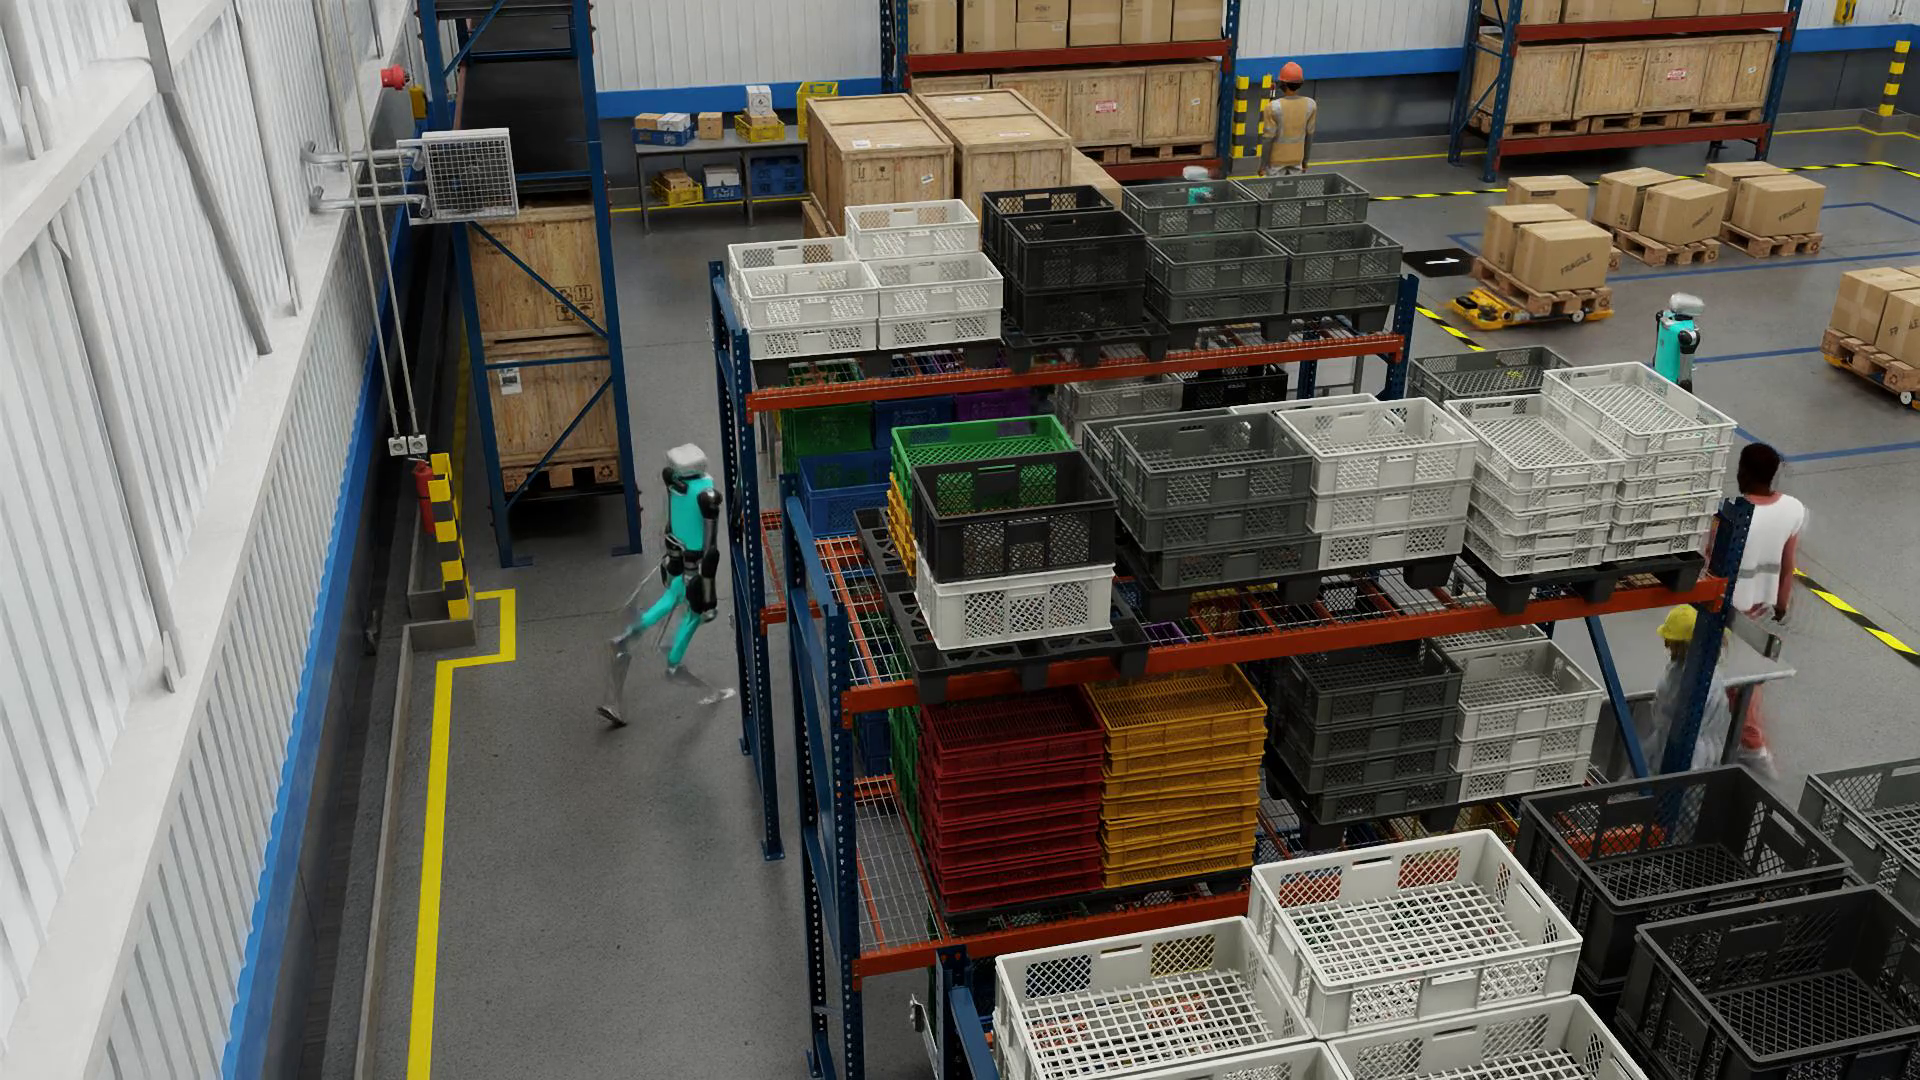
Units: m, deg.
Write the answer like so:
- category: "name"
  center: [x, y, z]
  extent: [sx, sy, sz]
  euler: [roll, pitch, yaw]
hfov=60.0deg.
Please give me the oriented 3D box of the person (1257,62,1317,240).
- category: "person"
  center: [3.500, -4.118, 17.955]
  extent: [0.606, 2.048, 0.367]
  euler: [-9, 29, -16]

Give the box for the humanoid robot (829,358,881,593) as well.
- category: "humanoid robot"
  center: [-0.501, -0.456, 11.359]
  extent: [0.743, 1.781, 0.585]
  euler: [1, 28, 1]

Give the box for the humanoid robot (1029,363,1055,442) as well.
- category: "humanoid robot"
  center: [0.535, -0.415, 11.349]
  extent: [0.480, 1.665, 0.589]
  euler: [-22, 35, -36]

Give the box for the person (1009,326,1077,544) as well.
- category: "person"
  center: [0.557, -0.605, 11.517]
  extent: [0.510, 1.834, 0.333]
  euler: [8, 29, 14]

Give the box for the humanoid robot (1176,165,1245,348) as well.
- category: "humanoid robot"
  center: [2.432, -2.586, 15.444]
  extent: [0.902, 1.838, 0.558]
  euler: [-9, 29, -16]

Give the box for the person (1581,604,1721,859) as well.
- category: "person"
  center: [3.516, 1.079, 8.448]
  extent: [0.837, 1.705, 0.498]
  euler: [4, 28, 8]

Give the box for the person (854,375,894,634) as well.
- category: "person"
  center: [-0.460, -0.208, 10.678]
  extent: [0.732, 1.910, 0.563]
  euler: [3, 28, 5]

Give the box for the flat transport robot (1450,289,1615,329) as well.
- category: "flat transport robot"
  center: [5.669, -2.344, 16.464]
  extent: [1.431, 0.197, 0.652]
  euler: [-6, 28, -12]

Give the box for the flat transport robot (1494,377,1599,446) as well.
- category: "flat transport robot"
  center: [4.780, -1.036, 14.013]
  extent: [0.659, 0.231, 1.431]
  euler: [-6, 28, -12]

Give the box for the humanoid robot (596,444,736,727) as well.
- category: "humanoid robot"
  center: [-1.835, 0.354, 9.848]
  extent: [1.010, 1.776, 0.530]
  euler: [-20, 34, -32]

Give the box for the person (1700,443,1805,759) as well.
- category: "person"
  center: [4.566, 0.332, 9.709]
  extent: [0.597, 1.868, 0.975]
  euler: [-10, 29, -18]

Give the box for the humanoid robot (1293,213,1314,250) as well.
- category: "humanoid robot"
  center: [3.044, -2.107, 14.590]
  extent: [0.794, 1.630, 0.601]
  euler: [-6, 28, -11]

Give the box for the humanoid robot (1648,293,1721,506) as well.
- category: "humanoid robot"
  center: [5.404, -1.006, 12.236]
  extent: [0.735, 1.677, 0.533]
  euler: [-1, 28, -2]

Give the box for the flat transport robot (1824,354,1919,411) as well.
- category: "flat transport robot"
  center: [8.473, -1.467, 14.800]
  extent: [0.652, 0.197, 1.431]
  euler: [-6, 28, -12]

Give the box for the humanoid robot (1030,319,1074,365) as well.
- category: "humanoid robot"
  center: [0.454, -0.957, 12.344]
  extent: [0.530, 1.809, 0.795]
  euler: [25, 37, 39]
